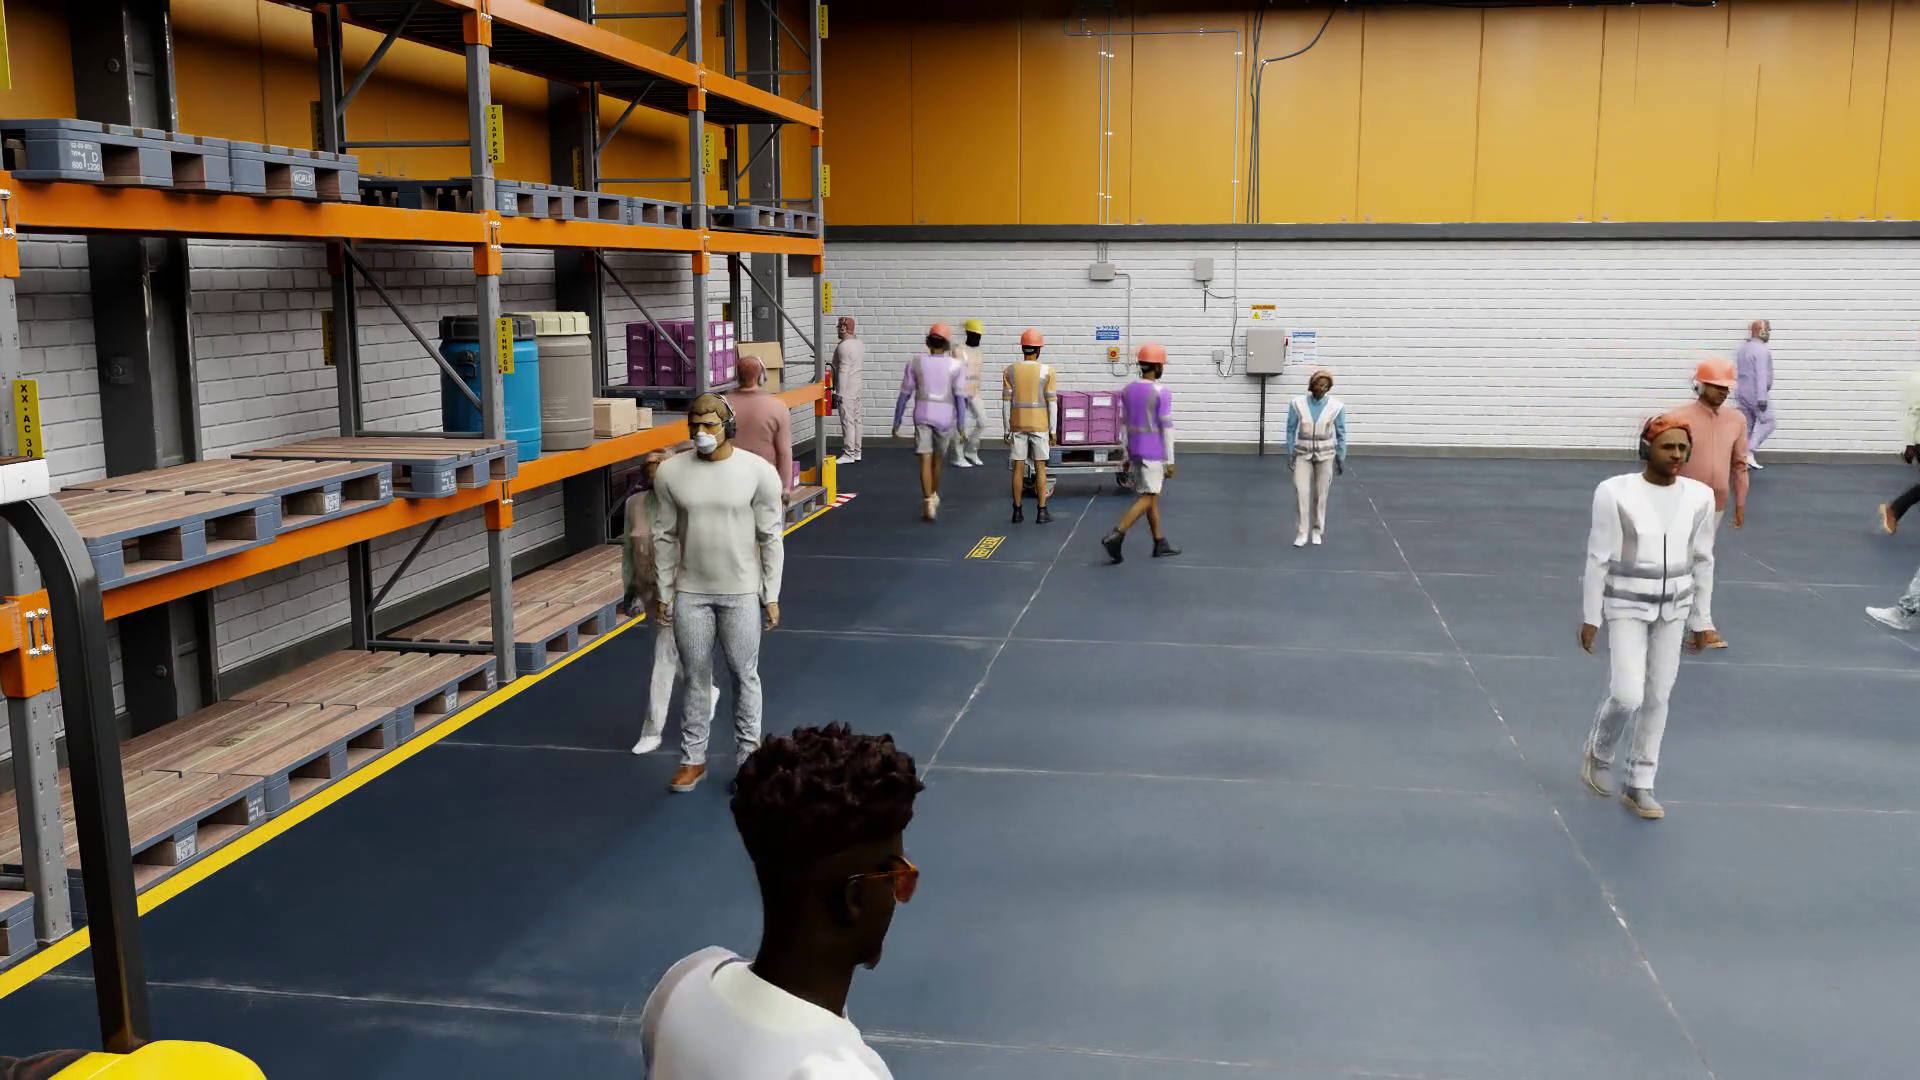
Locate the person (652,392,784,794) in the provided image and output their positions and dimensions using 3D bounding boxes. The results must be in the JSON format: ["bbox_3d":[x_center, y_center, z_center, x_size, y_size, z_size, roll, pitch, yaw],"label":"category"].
[{"bbox_3d":[-1.161,0.258,7.970,0.634,1.937,0.355,1,9,6],"label":"person"}]

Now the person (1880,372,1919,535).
[{"bbox_3d":[8.827,-0.921,15.180,0.622,1.967,0.863,-4,10,-21],"label":"person"}]

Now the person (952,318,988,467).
[{"bbox_3d":[0.120,-1.866,21.167,0.496,1.904,0.602,8,12,41],"label":"person"}]

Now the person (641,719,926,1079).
[{"bbox_3d":[-0.196,1.191,2.221,0.412,1.940,0.607,-7,12,-37],"label":"person"}]

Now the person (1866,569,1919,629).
[{"bbox_3d":[6.820,-0.179,11.415,0.894,1.698,0.488,7,11,37],"label":"person"}]

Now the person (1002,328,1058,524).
[{"bbox_3d":[0.701,-1.128,16.521,0.552,1.935,0.368,2,10,14],"label":"person"}]

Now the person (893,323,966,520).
[{"bbox_3d":[-0.309,-1.207,16.922,0.741,1.972,1.073,0,9,-1],"label":"person"}]

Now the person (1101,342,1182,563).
[{"bbox_3d":[1.572,-0.751,14.322,0.912,1.907,0.555,-6,11,-35],"label":"person"}]

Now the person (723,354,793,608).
[{"bbox_3d":[-1.538,-0.407,12.195,0.641,1.898,0.547,2,9,12],"label":"person"}]

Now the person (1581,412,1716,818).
[{"bbox_3d":[3.144,0.347,7.622,0.610,1.869,0.435,-1,9,-4],"label":"person"}]

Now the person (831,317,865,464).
[{"bbox_3d":[-1.479,-1.943,21.646,0.409,1.908,0.639,3,10,17],"label":"person"}]

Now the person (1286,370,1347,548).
[{"bbox_3d":[3.218,-0.727,15.043,0.535,1.602,0.681,2,10,15],"label":"person"}]

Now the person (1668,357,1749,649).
[{"bbox_3d":[5.057,-0.295,11.413,0.626,1.942,1.029,-1,9,-9],"label":"person"}]

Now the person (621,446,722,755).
[{"bbox_3d":[-1.513,0.280,8.887,0.543,1.602,0.797,5,11,29],"label":"person"}]

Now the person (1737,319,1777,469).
[{"bbox_3d":[9.997,-1.815,20.874,0.432,1.894,0.669,0,9,1],"label":"person"}]

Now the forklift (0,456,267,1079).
[{"bbox_3d":[-2.328,0.975,2.765,2.313,2.155,1.214,1,9,9],"label":"forklift"}]
